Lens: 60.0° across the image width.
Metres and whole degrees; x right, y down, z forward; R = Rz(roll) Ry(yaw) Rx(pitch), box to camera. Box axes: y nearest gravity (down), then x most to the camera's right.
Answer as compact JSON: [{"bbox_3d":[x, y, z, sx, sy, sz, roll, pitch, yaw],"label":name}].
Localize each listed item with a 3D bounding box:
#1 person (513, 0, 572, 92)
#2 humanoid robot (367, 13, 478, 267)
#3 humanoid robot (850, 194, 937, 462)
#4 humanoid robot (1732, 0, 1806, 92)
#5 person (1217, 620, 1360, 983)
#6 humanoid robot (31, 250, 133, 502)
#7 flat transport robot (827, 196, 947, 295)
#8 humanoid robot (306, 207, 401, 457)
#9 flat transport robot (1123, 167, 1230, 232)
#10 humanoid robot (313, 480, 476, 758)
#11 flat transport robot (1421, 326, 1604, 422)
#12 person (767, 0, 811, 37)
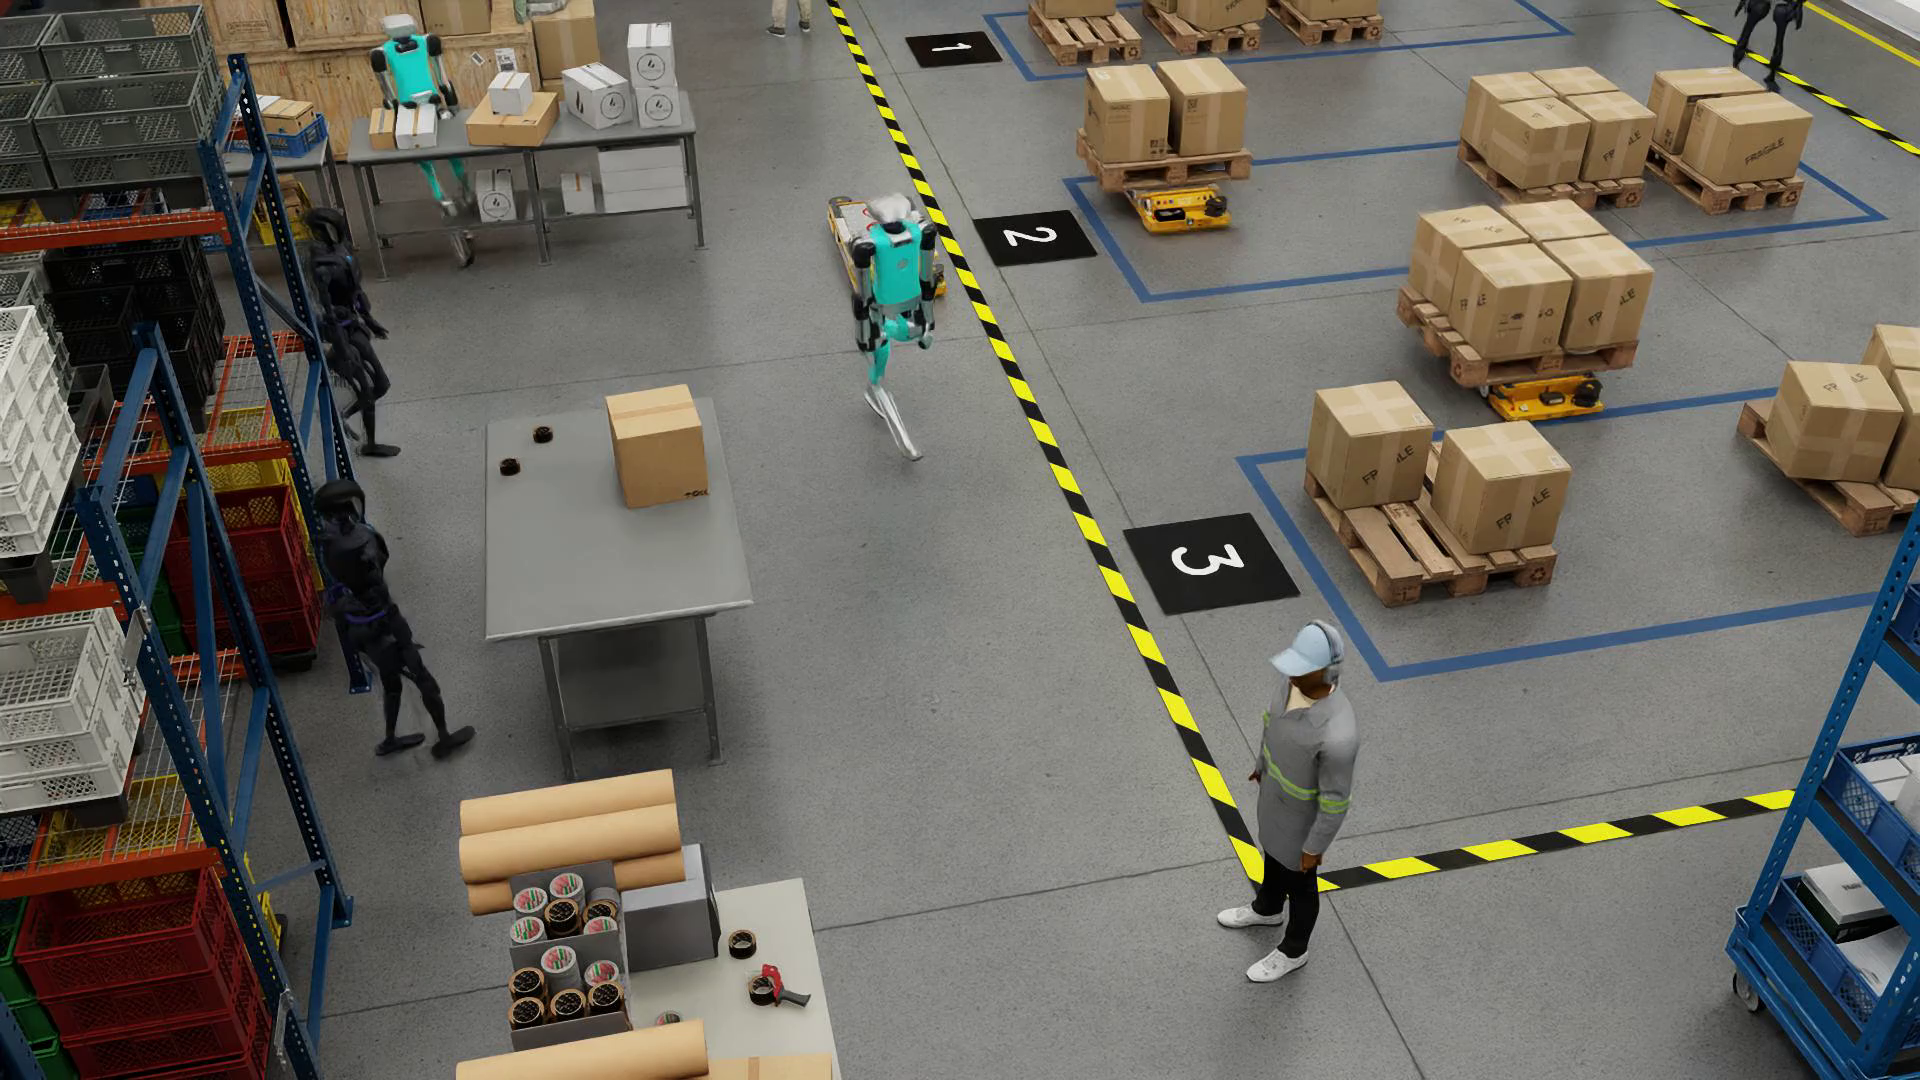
[{"bbox_3d":[-3.501,-4.415,14.094,0.411,1.939,0.606,23,43,28],"label":"person"},{"bbox_3d":[-3.825,-2.861,12.240,0.573,1.862,0.871,-23,42,-27],"label":"humanoid robot"},{"bbox_3d":[-0.485,-1.355,10.183,0.551,1.768,1.050,-18,40,-22],"label":"humanoid robot"},{"bbox_3d":[7.287,-4.846,14.879,0.584,1.637,0.381,22,42,27],"label":"humanoid robot"},{"bbox_3d":[1.342,1.062,6.799,0.378,1.852,0.596,-9,38,-12],"label":"person"},{"bbox_3d":[-5.067,-0.966,9.540,0.711,1.702,0.530,23,43,28],"label":"humanoid robot"},{"bbox_3d":[-0.570,-2.220,12.538,0.659,0.231,1.431,-8,37,-10],"label":"flat transport robot"},{"bbox_3d":[-3.722,-1.240,10.036,0.407,1.640,0.595,0,37,0],"label":"humanoid robot"},{"bbox_3d":[1.632,-2.915,13.448,0.652,0.197,1.431,-8,37,-10],"label":"flat transport robot"},{"bbox_3d":[-2.720,0.356,7.901,0.475,1.654,0.590,-29,46,-33],"label":"humanoid robot"},{"bbox_3d":[3.693,-1.268,11.234,0.652,0.197,1.431,-8,37,-10],"label":"flat transport robot"},{"bbox_3d":[-1.680,-5.759,16.035,0.572,1.769,0.398,-20,41,-24],"label":"person"}]
